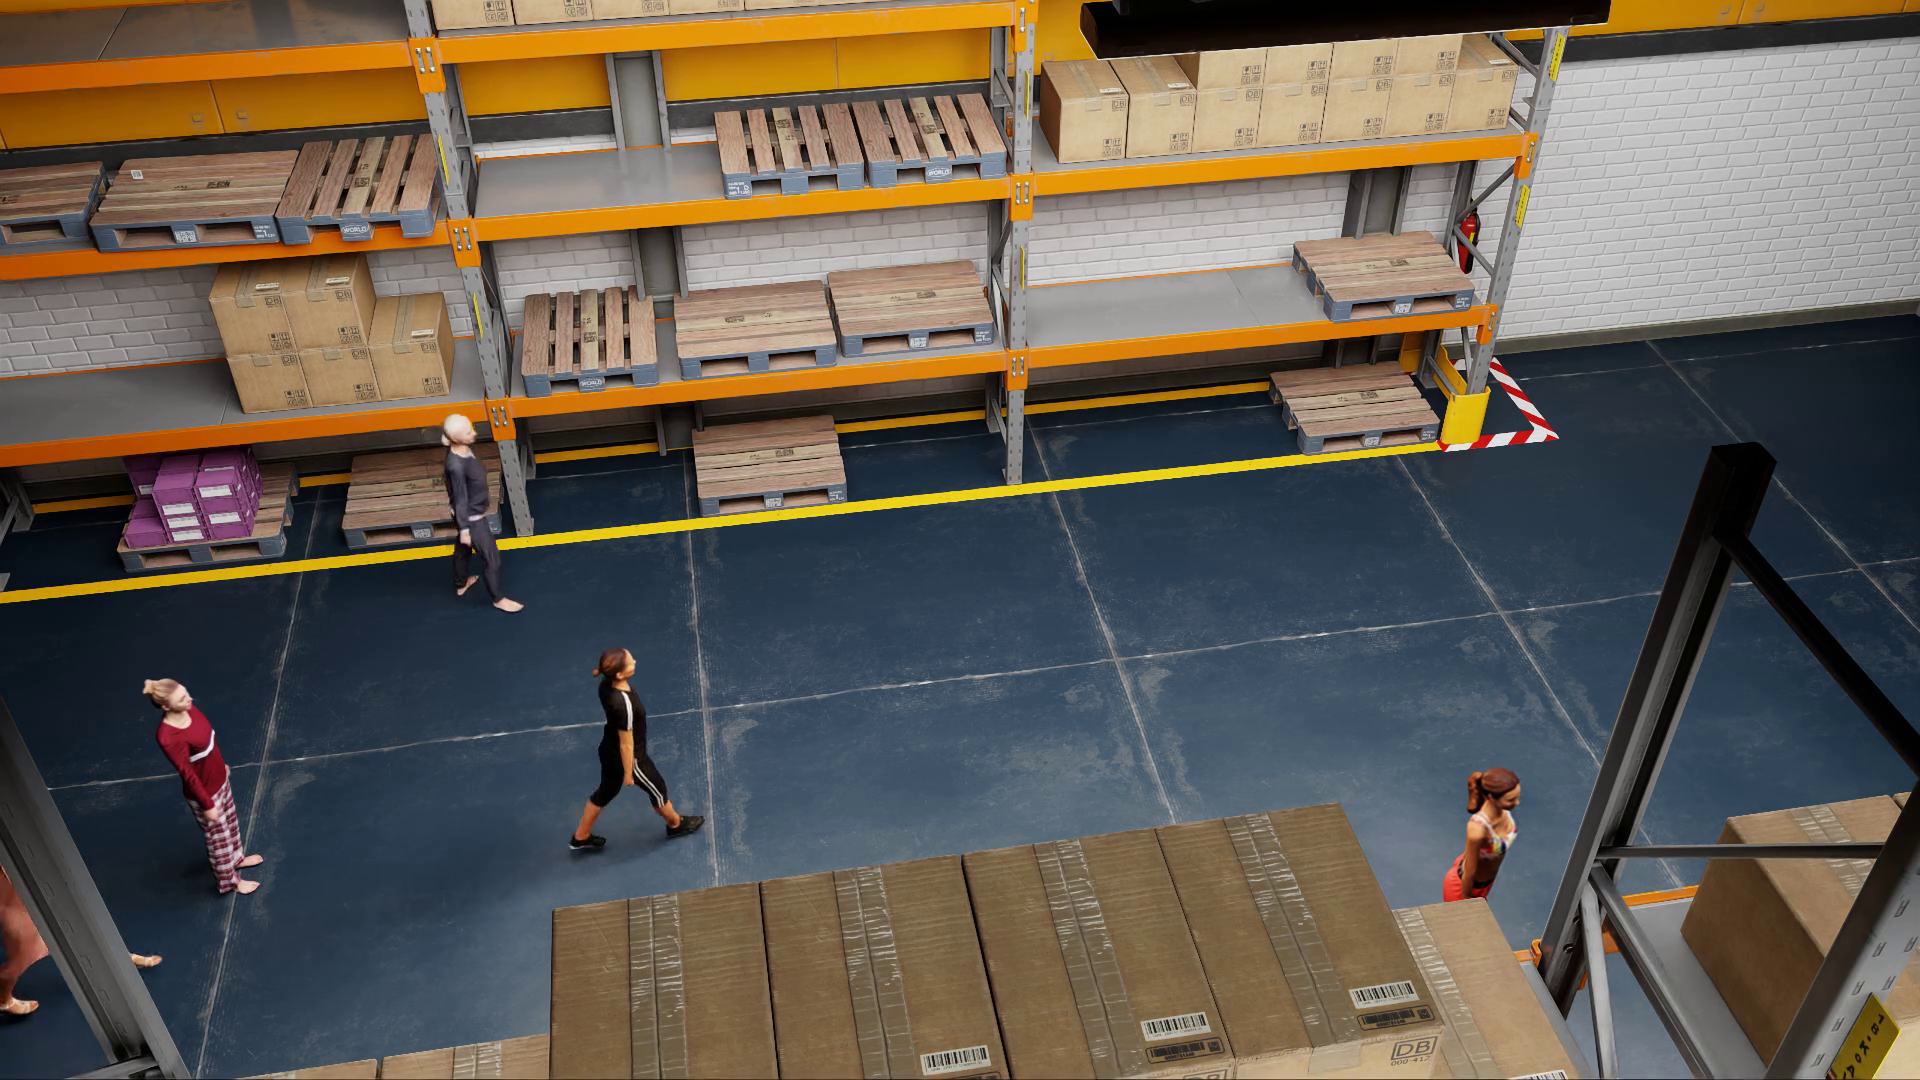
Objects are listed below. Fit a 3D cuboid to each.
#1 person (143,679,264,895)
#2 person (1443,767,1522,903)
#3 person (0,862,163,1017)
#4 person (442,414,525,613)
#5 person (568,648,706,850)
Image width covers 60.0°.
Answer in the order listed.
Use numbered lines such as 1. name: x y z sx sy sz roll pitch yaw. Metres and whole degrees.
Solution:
1. person: -4.581 1.469 10.083 0.480 1.696 0.608 -6 39 -8
2. person: 2.892 1.934 9.424 0.733 1.792 0.672 24 45 27
3. person: -5.294 2.073 9.264 1.179 1.775 0.722 -15 41 -17
4. person: -3.636 -0.217 12.189 0.728 1.703 0.690 -13 41 -16
5. person: -2.159 1.340 10.296 1.171 1.632 0.829 -18 42 -22
